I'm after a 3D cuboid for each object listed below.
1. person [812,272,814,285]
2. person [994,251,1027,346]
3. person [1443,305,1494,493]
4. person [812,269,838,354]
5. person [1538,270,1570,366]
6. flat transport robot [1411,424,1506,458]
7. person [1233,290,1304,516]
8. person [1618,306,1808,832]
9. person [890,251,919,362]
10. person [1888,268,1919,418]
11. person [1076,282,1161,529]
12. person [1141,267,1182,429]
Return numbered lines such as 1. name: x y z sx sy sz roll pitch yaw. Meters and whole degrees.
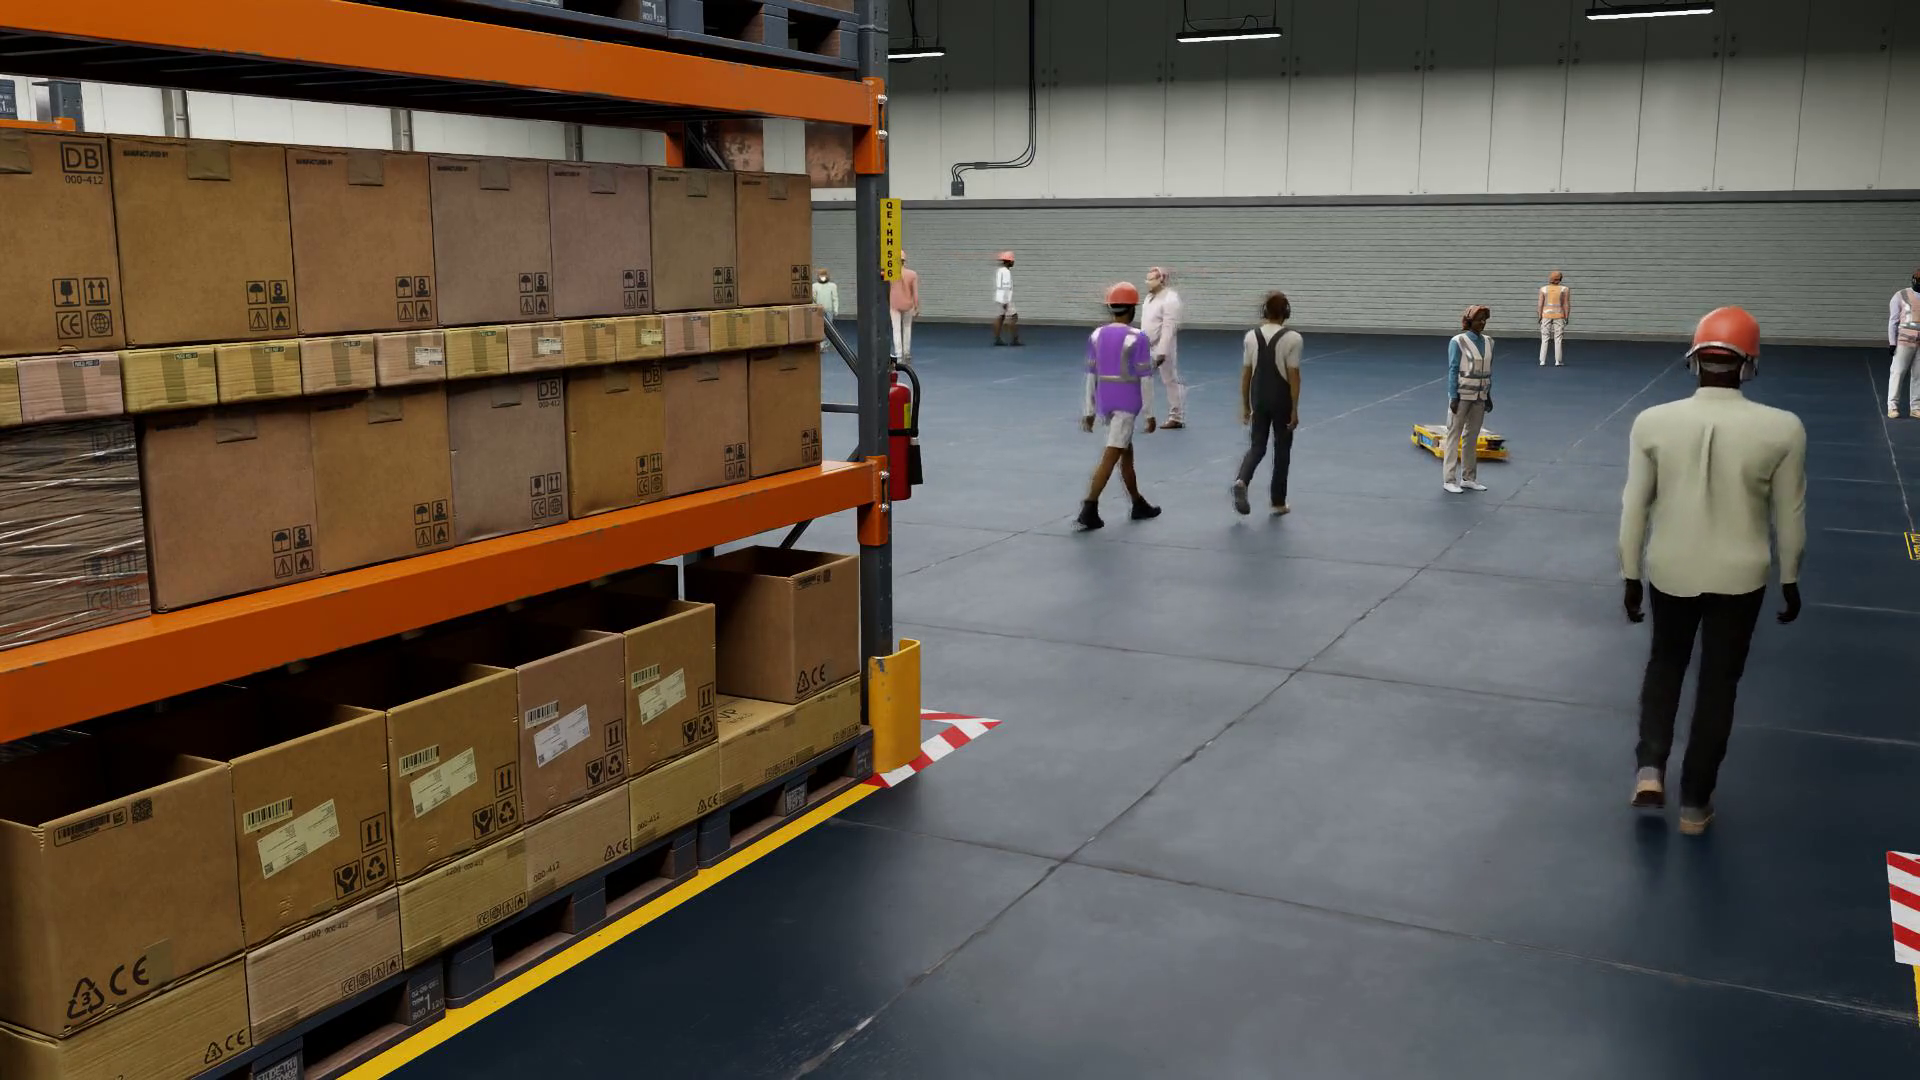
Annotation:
1. person: -3.153 -4.640 32.431 0.563 1.905 0.752 8 13 37
2. person: 1.039 -4.876 33.705 0.787 1.911 0.547 -3 11 -14
3. person: 4.460 -1.235 14.566 0.513 1.642 0.313 -6 12 -30
4. person: -2.585 -4.373 31.761 0.502 1.604 0.733 -2 11 -9
5. person: 10.189 -3.800 28.562 0.524 1.639 0.306 5 12 26
6. flat transport robot: 5.148 -1.037 17.225 0.652 0.197 1.431 1 10 4
7. person: 2.435 -1.060 13.146 0.508 1.824 0.722 7 13 34
8. person: 2.832 0.120 6.260 0.621 1.978 0.436 7 13 34
9. person: -1.069 -4.172 29.715 0.652 1.951 0.962 -1 10 -4
10. person: 11.744 -2.414 20.453 0.621 1.845 0.429 1 10 4
11. person: 1.222 -1.044 12.869 1.011 1.885 0.556 -10 14 -42
12. person: 2.186 -2.194 19.177 0.951 1.860 0.679 -5 11 -24
